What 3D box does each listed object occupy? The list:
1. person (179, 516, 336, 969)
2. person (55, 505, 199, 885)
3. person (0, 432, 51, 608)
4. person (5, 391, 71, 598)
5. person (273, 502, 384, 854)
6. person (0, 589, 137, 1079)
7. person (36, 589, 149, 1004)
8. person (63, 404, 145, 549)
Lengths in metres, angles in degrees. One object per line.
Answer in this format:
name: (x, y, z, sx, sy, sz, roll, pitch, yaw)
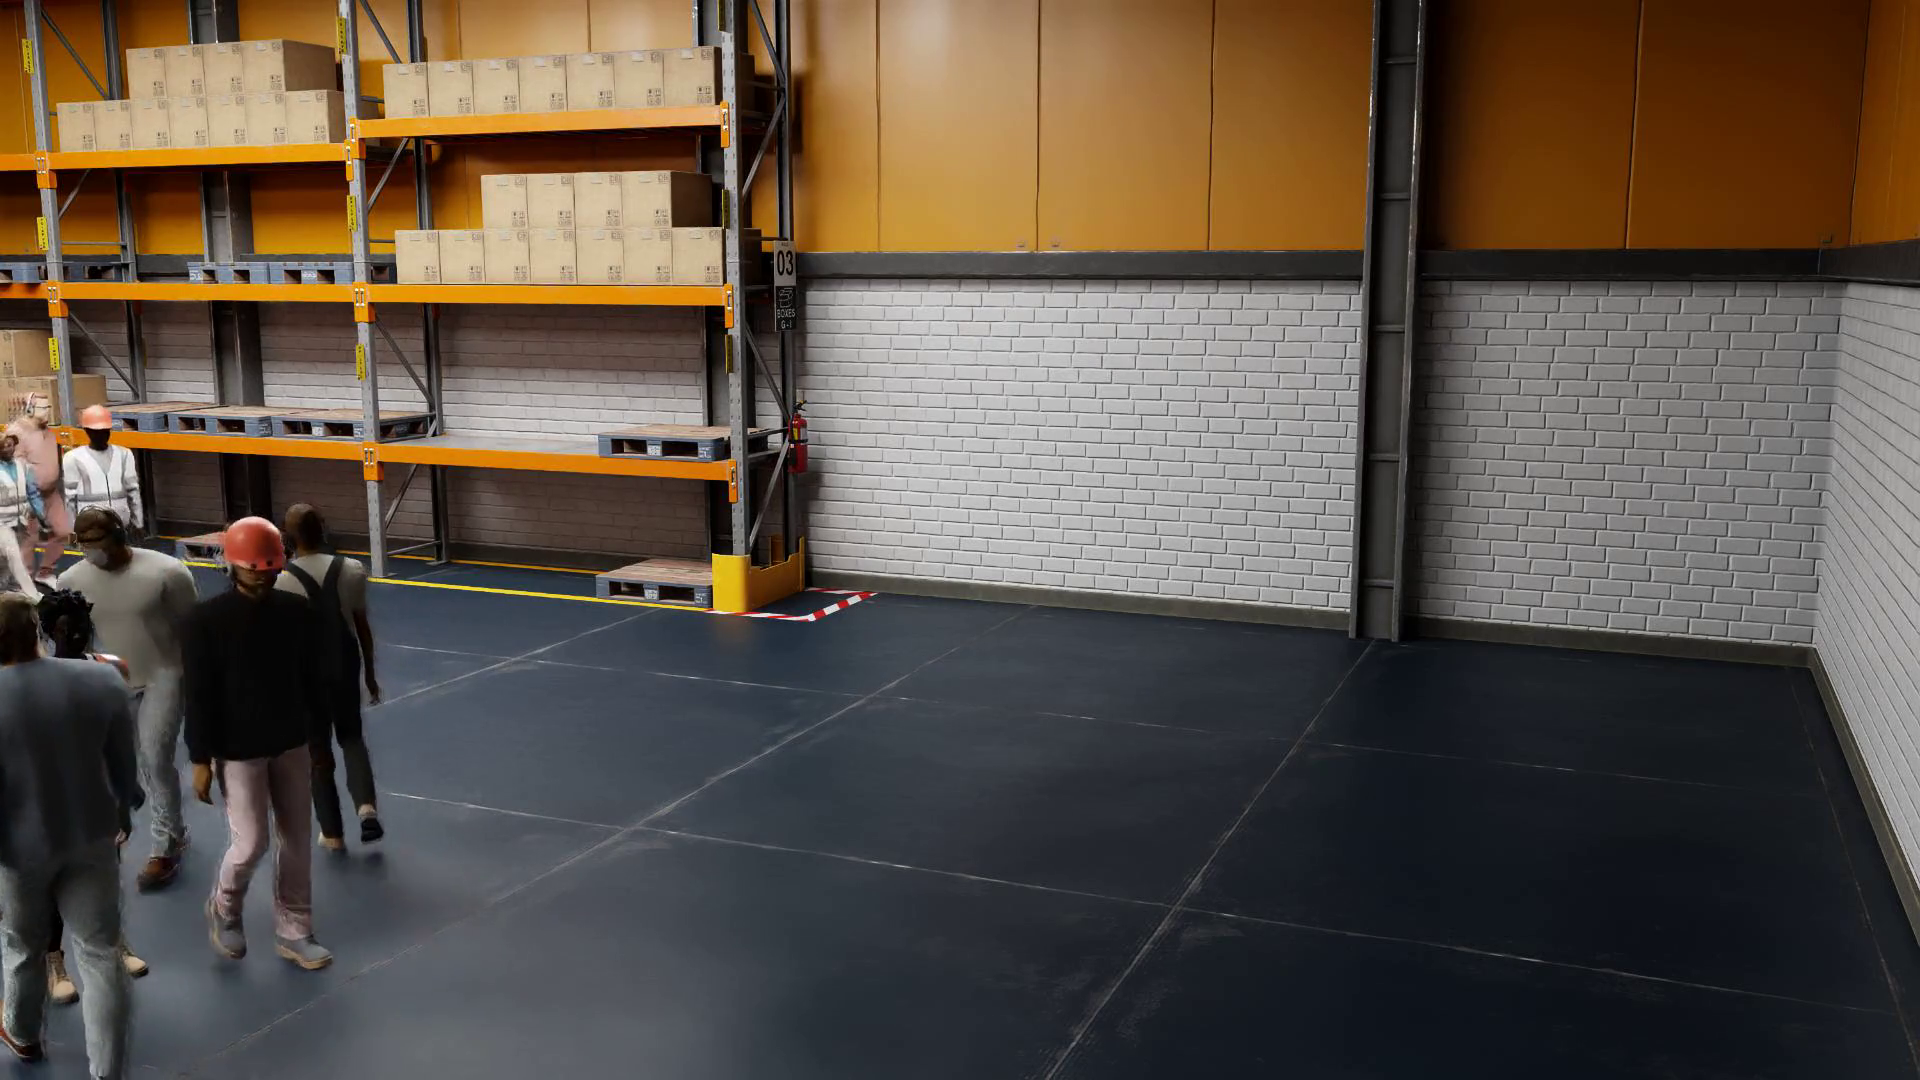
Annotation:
person: (-2.958, 0.871, 7.057, 0.440, 1.971, 0.631, 7, 12, 37)
person: (-4.054, 0.737, 8.198, 0.656, 1.870, 0.886, 0, 9, -1)
person: (-8.080, -0.129, 14.248, 0.847, 1.594, 0.531, 2, 10, 14)
person: (-8.340, -0.394, 15.008, 0.516, 1.892, 0.638, 1, 9, 8)
person: (-3.226, 0.717, 8.443, 0.541, 1.829, 0.450, -7, 12, -36)
person: (-3.305, 1.092, 6.007, 0.661, 1.870, 1.009, -8, 12, -41)
person: (-3.652, 1.037, 6.895, 0.320, 1.697, 0.531, 6, 11, 33)
person: (-7.039, -0.177, 13.656, 0.962, 1.903, 0.555, 8, 13, 42)
